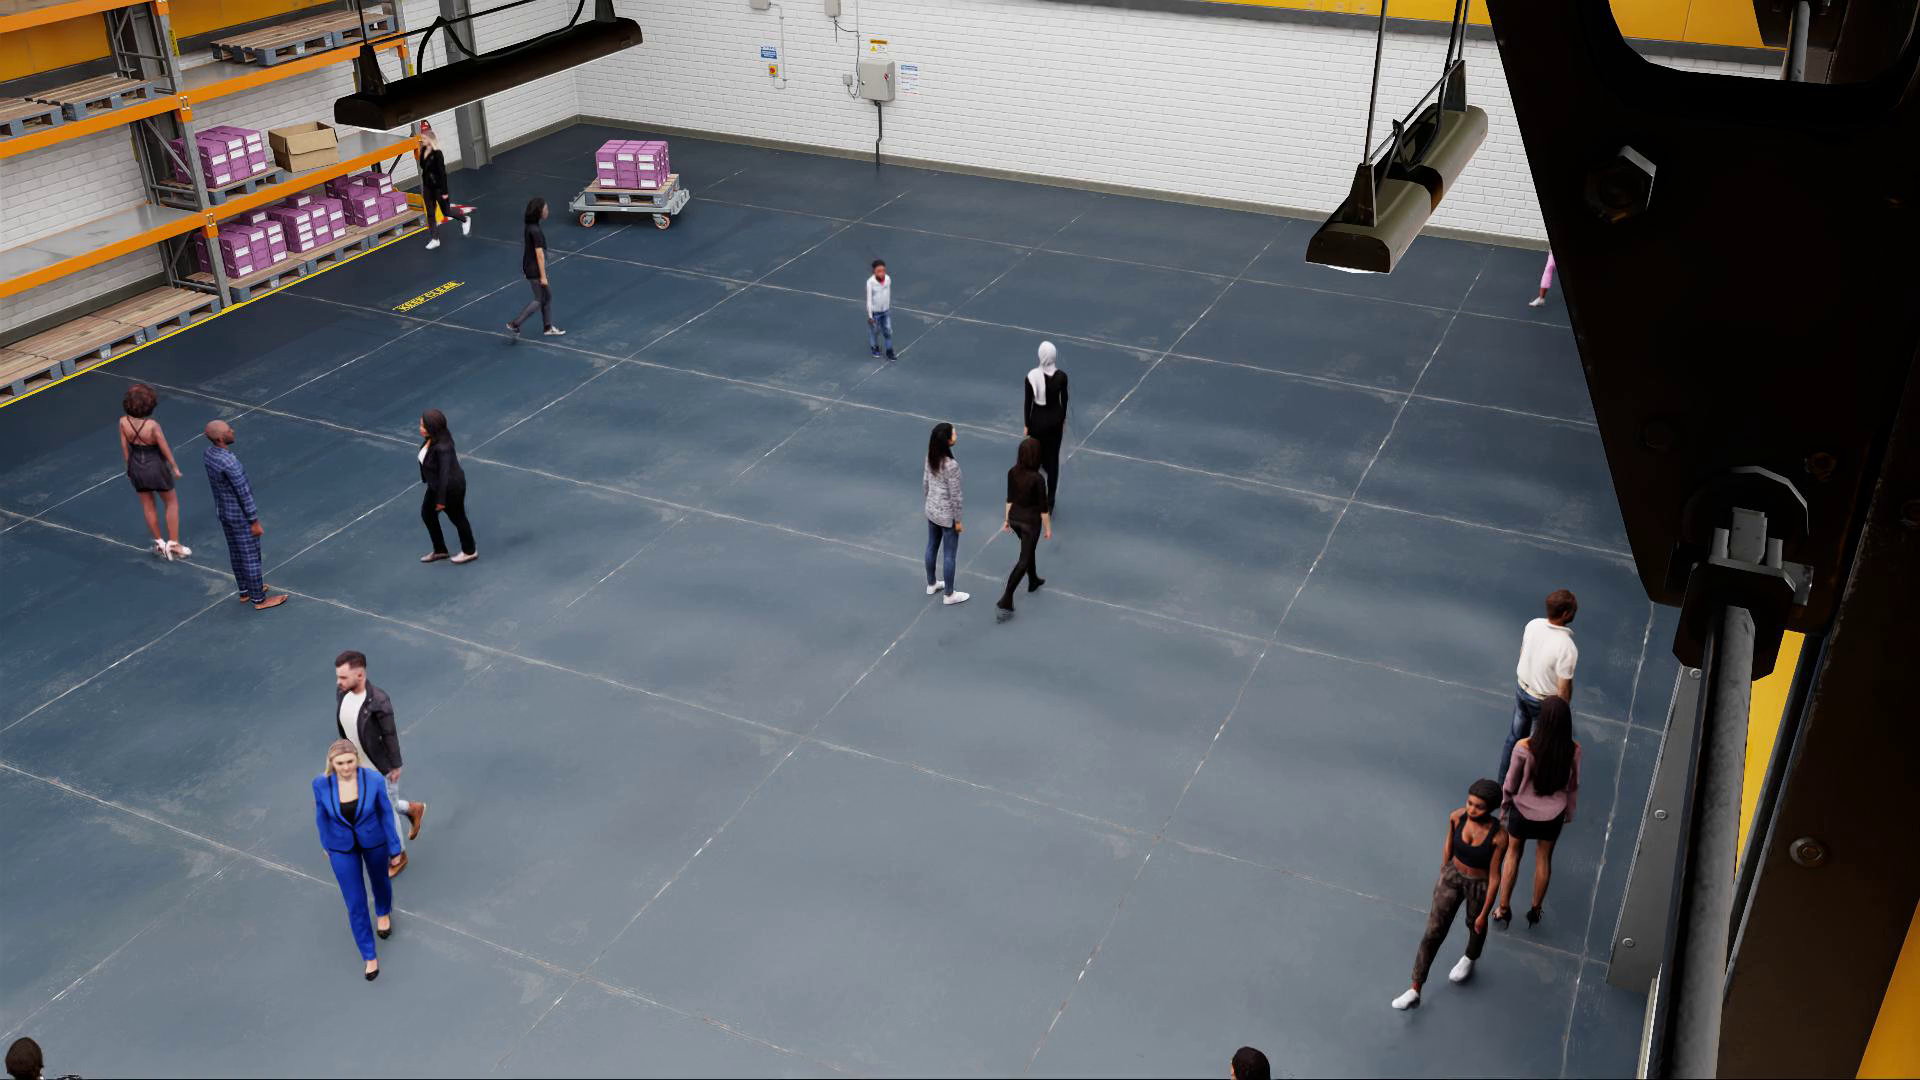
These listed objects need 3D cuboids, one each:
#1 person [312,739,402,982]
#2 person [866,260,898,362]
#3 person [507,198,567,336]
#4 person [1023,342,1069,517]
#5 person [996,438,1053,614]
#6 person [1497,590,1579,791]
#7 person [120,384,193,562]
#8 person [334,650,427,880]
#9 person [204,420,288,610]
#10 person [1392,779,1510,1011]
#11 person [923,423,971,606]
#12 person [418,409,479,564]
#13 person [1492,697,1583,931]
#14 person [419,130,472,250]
[{"bbox_3d":[-3.959,1.969,10.973,1.013,1.670,1.075,-9,30,-15],"label":"person"},{"bbox_3d":[-1.009,-2.820,20.203,0.718,1.239,0.770,-10,30,-18],"label":"person"},{"bbox_3d":[-5.320,-3.326,20.548,1.032,1.797,0.980,-12,31,-21],"label":"person"},{"bbox_3d":[0.876,-1.061,16.458,1.023,1.738,1.191,-4,29,-8],"label":"person"},{"bbox_3d":[0.544,-0.108,14.845,0.761,1.610,1.100,22,35,34],"label":"person"},{"bbox_3d":[4.241,1.180,12.230,0.799,1.853,0.732,-9,30,-16],"label":"person"},{"bbox_3d":[-7.600,-0.625,15.616,0.698,1.778,0.708,-7,29,-13],"label":"person"},{"bbox_3d":[-4.040,1.512,11.653,0.685,1.821,0.821,14,32,24],"label":"person"},{"bbox_3d":[-6.461,-0.240,14.868,0.722,1.819,0.694,22,36,35],"label":"person"},{"bbox_3d":[3.286,2.190,10.579,1.162,1.660,0.847,-25,38,-38],"label":"person"},{"bbox_3d":[-0.159,-0.257,14.990,0.683,1.732,0.686,-20,34,-32],"label":"person"},{"bbox_3d":[-4.743,-0.502,15.579,0.863,1.597,0.798,-21,35,-33],"label":"person"},{"bbox_3d":[3.844,1.838,11.067,0.714,1.812,0.647,3,29,6],"label":"person"},{"bbox_3d":[-7.434,-5.046,23.845,0.699,1.660,1.064,17,33,28],"label":"person"}]
